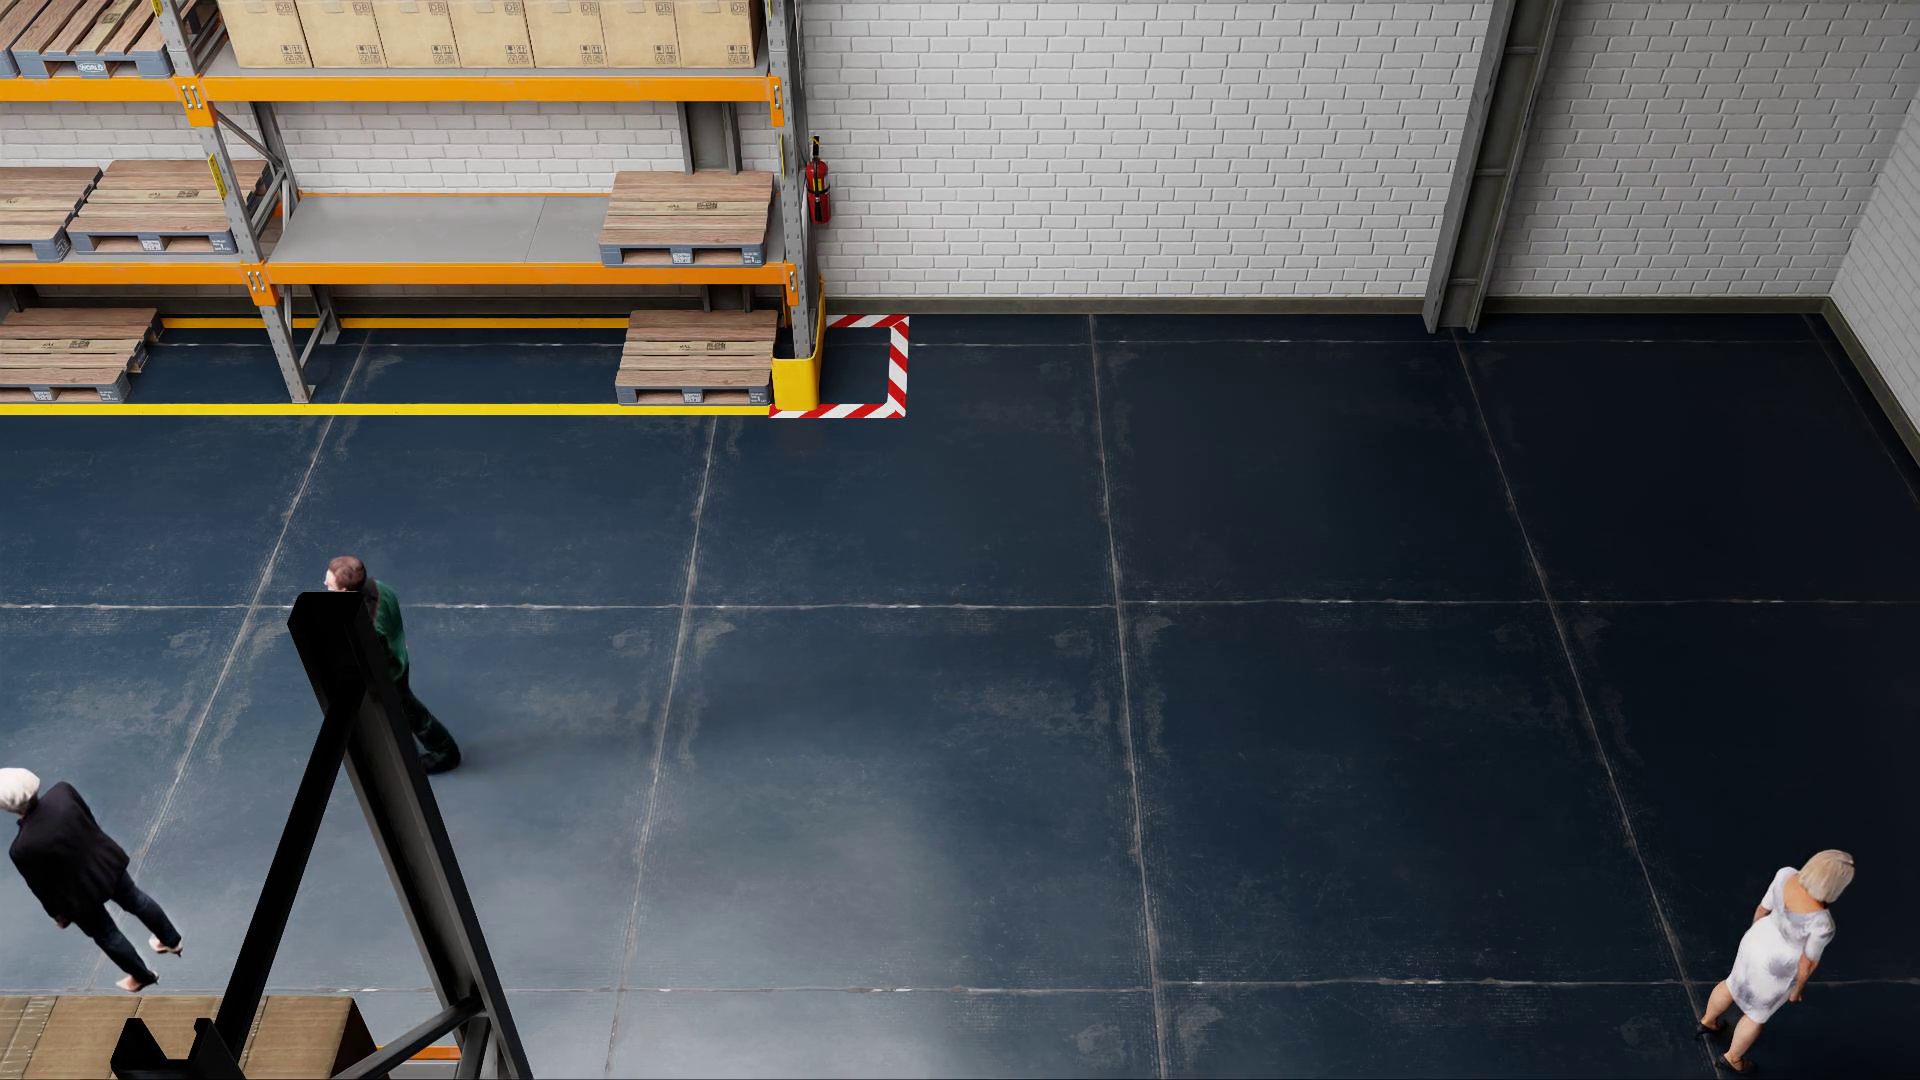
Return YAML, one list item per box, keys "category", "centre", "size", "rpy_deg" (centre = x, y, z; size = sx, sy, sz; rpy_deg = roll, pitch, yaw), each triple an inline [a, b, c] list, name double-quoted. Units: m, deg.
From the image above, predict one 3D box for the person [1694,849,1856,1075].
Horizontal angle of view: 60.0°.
- category: "person"
  centre: [4.152, 2.134, 8.490]
  size: [0.586, 1.750, 0.616]
  rpy_deg: [-11, 45, -11]

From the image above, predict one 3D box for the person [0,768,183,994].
- category: "person"
  centre: [-4.332, 1.650, 8.291]
  size: [0.692, 1.777, 0.782]
  rpy_deg: [12, 45, 12]

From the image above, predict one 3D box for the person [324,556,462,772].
- category: "person"
  centre: [-3.348, 0.785, 9.867]
  size: [1.120, 1.803, 0.813]
  rpy_deg: [-9, 44, -9]
